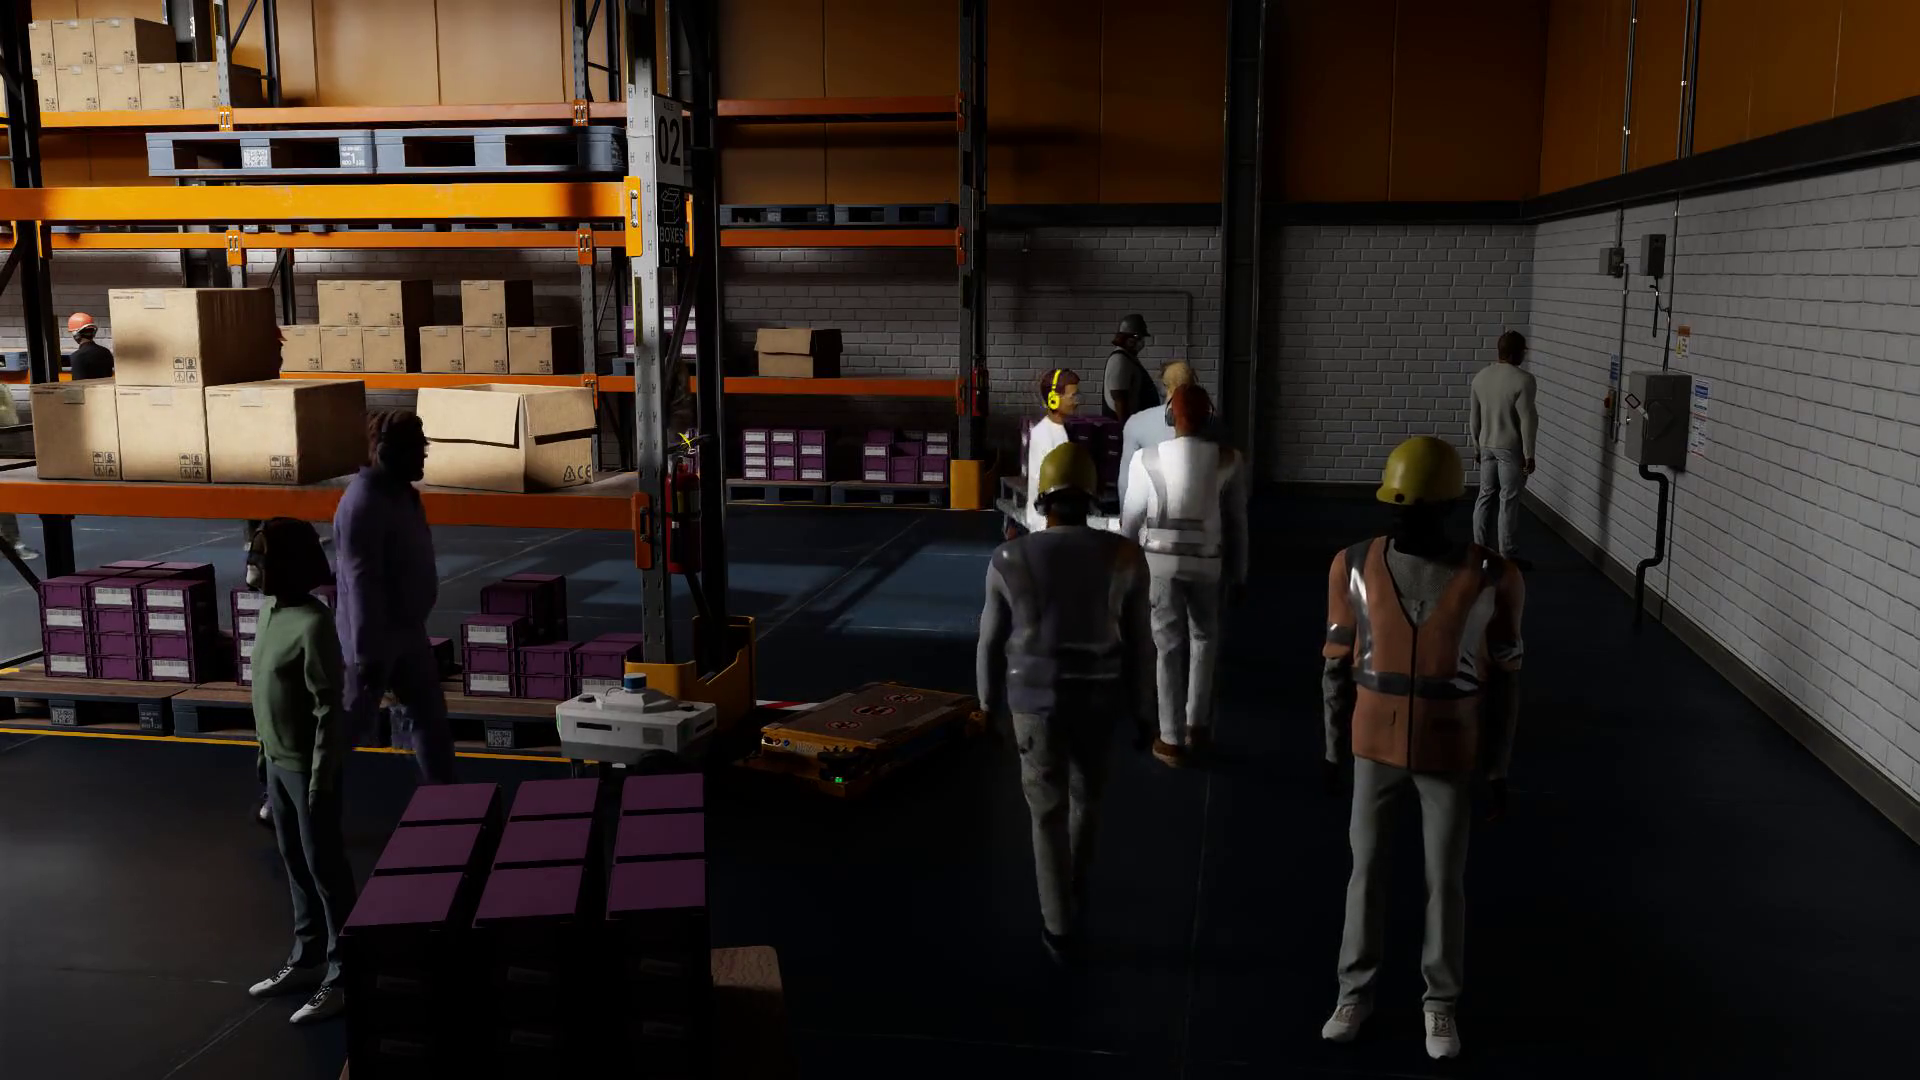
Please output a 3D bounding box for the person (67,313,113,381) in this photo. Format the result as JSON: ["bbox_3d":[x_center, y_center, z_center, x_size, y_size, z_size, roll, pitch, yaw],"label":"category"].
[{"bbox_3d":[-8.930,-1.333,17.113,0.392,1.988,0.609,1,9,4],"label":"person"}]

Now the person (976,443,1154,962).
[{"bbox_3d":[0.360,0.541,6.072,0.621,1.792,0.872,-1,9,-6],"label":"person"}]

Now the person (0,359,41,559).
[{"bbox_3d":[-8.083,-0.736,13.947,0.637,1.813,0.622,1,9,4],"label":"person"}]

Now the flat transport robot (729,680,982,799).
[{"bbox_3d":[-0.457,0.955,8.233,0.652,0.197,1.431,5,10,28],"label":"flat transport robot"}]

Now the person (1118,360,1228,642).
[{"bbox_3d":[1.283,-0.137,10.033,0.628,1.897,0.991,-1,9,-5],"label":"person"}]

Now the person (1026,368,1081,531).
[{"bbox_3d":[0.503,-0.092,9.830,0.588,1.852,0.529,2,9,13],"label":"person"}]

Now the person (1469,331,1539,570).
[{"bbox_3d":[4.411,-0.722,13.479,0.357,1.938,0.637,-5,11,-29],"label":"person"}]

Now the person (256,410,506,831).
[{"bbox_3d":[-2.478,0.378,6.977,0.954,1.857,0.683,0,9,2],"label":"person"}]

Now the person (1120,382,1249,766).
[{"bbox_3d":[1.102,0.159,8.268,0.613,1.845,0.662,0,9,0],"label":"person"}]

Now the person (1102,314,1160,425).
[{"bbox_3d":[1.564,-1.046,15.175,0.535,2.000,0.684,1,9,8],"label":"person"}]

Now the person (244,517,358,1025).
[{"bbox_3d":[-2.148,0.733,5.389,0.280,1.636,0.500,-9,13,-44],"label":"person"}]

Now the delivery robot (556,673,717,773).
[{"bbox_3d":[-1.496,0.856,7.677,0.707,0.478,0.477,3,10,18],"label":"delivery robot"}]

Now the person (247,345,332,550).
[{"bbox_3d":[-5.796,-0.782,14.224,0.837,1.814,0.547,2,9,12],"label":"person"}]

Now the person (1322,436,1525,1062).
[{"bbox_3d":[1.398,0.636,5.098,0.590,1.923,0.384,4,10,22],"label":"person"}]

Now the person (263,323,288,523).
[{"bbox_3d":[-6.628,-1.134,16.037,0.370,1.935,0.552,-5,10,-28],"label":"person"}]

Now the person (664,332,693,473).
[{"bbox_3d":[-2.801,-1.113,16.276,0.489,1.825,0.703,0,9,2],"label":"person"}]
